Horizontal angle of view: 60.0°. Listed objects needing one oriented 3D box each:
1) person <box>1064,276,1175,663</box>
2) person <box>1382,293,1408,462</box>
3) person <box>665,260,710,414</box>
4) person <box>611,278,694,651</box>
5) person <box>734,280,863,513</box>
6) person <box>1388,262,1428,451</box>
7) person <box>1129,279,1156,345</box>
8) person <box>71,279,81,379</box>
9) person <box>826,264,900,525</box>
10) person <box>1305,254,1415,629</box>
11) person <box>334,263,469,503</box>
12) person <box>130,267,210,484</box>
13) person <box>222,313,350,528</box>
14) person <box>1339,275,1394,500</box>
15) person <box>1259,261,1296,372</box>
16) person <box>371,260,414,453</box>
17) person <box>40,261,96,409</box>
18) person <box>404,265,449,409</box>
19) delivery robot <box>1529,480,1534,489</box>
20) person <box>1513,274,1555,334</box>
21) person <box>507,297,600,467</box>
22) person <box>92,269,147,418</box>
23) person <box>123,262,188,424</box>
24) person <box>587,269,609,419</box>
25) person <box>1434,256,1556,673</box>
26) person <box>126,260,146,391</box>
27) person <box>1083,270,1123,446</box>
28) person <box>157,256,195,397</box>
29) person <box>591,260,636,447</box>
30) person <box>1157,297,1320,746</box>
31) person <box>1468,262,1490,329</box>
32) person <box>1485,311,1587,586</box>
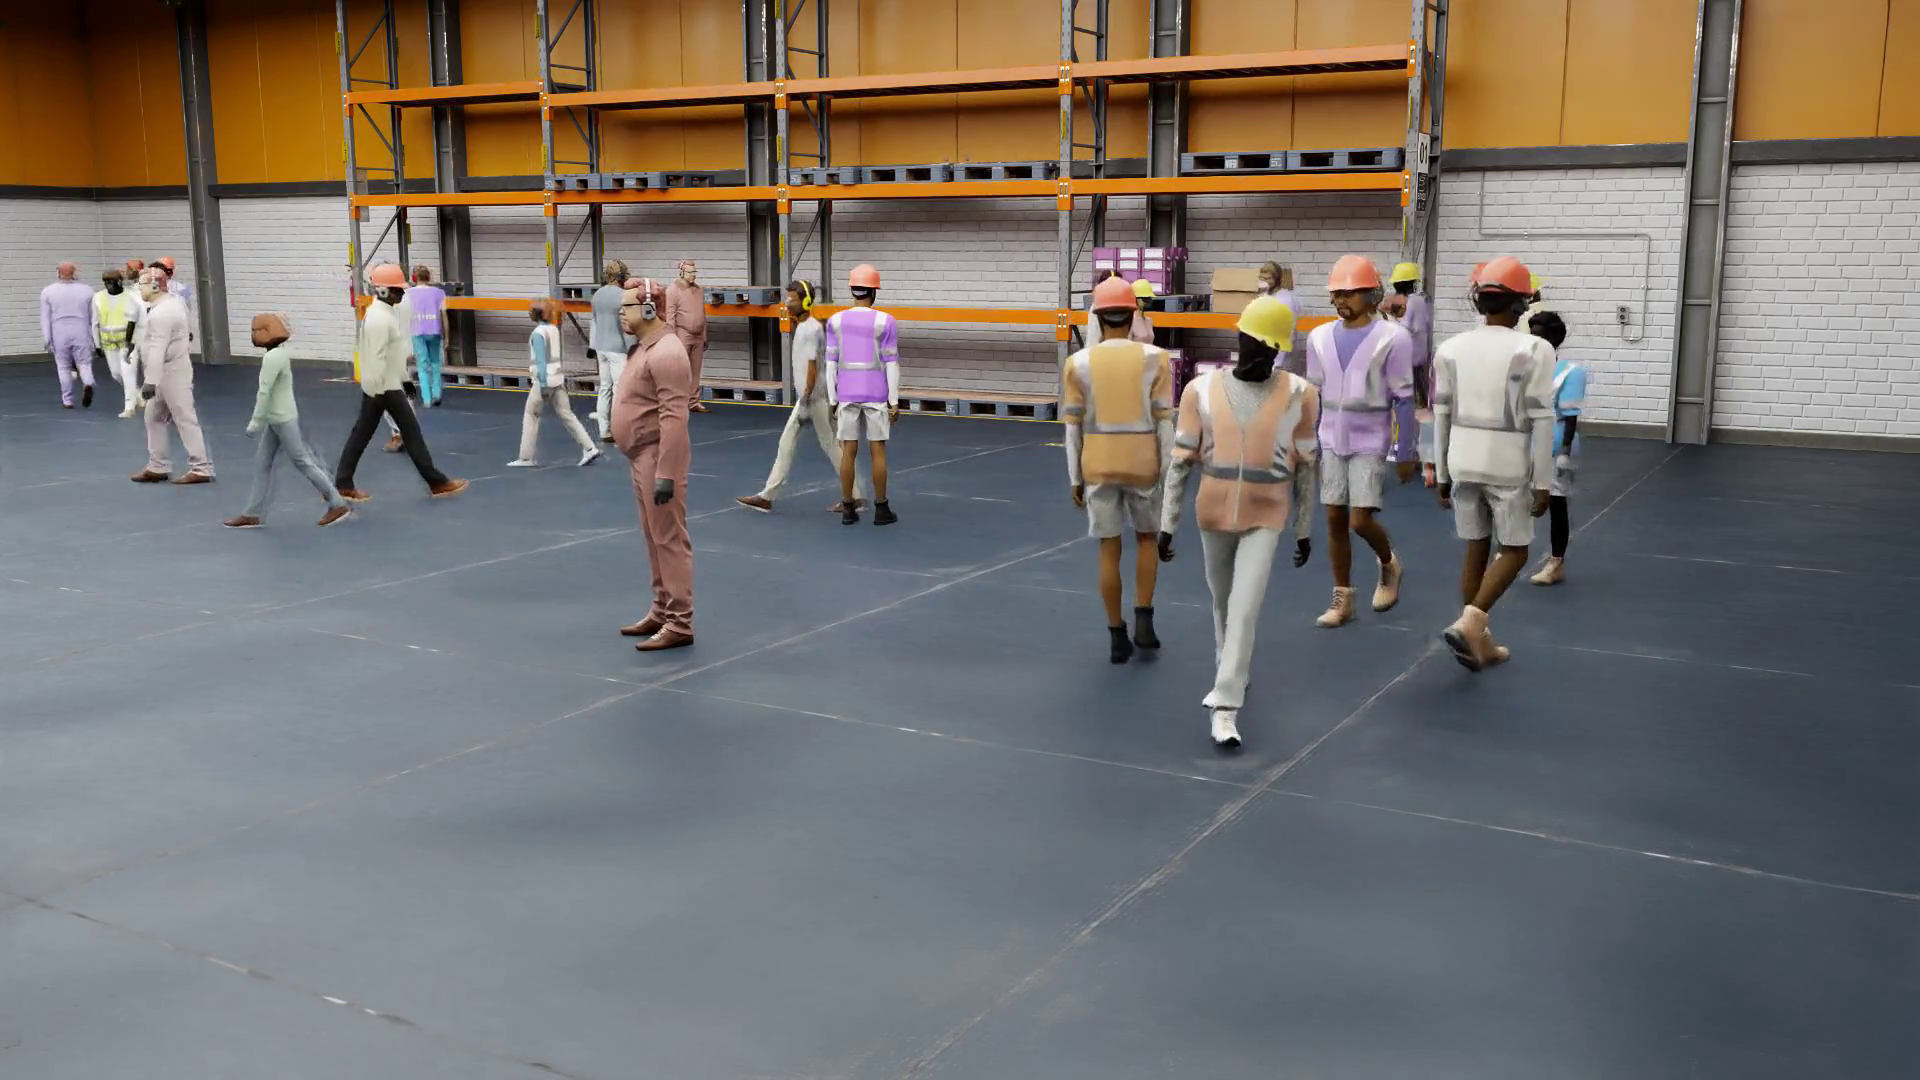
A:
[{"bbox_3d":[0.800,-0.347,8.313,0.565,1.917,0.456,2,10,9],"label":"person"},{"bbox_3d":[4.109,-1.551,15.935,0.406,1.623,0.526,0,10,-1],"label":"person"},{"bbox_3d":[-3.349,-2.496,20.535,0.403,1.900,0.644,7,12,33],"label":"person"},{"bbox_3d":[-1.591,-0.389,8.577,0.399,1.908,0.643,-4,11,-20],"label":"person"},{"bbox_3d":[-1.212,-1.084,12.795,1.010,1.807,0.516,-3,10,-17],"label":"person"},{"bbox_3d":[4.486,-1.802,16.551,0.496,1.911,0.644,5,11,28],"label":"person"},{"bbox_3d":[1.624,-1.488,15.194,0.320,1.769,0.523,7,12,34],"label":"person"},{"bbox_3d":[-13.868,-3.364,26.010,0.318,1.700,0.535,4,11,20],"label":"person"},{"bbox_3d":[-0.711,-1.075,12.375,0.552,1.935,0.374,2,10,11],"label":"person"},{"bbox_3d":[2.153,-0.522,8.993,0.616,2.025,0.571,10,14,44],"label":"person"},{"bbox_3d":[-4.613,-1.256,13.434,1.084,1.930,0.614,-5,11,-27],"label":"person"},{"bbox_3d":[-6.943,-1.403,14.390,0.780,1.877,0.668,-4,11,-24],"label":"person"},{"bbox_3d":[-4.973,-0.875,12.237,0.876,1.589,0.504,-4,11,-20],"label":"person"},{"bbox_3d":[3.287,-1.231,13.517,0.506,1.845,0.344,-3,11,-19],"label":"person"},{"bbox_3d":[3.041,-1.784,16.448,0.578,1.915,0.661,-3,10,-15],"label":"person"},{"bbox_3d":[-5.682,-1.813,16.578,0.445,1.924,0.657,1,10,6],"label":"person"},{"bbox_3d":[-11.238,-2.575,21.055,0.662,1.886,0.687,-7,12,-33],"label":"person"},{"bbox_3d":[-6.872,-2.597,21.314,0.576,1.823,0.626,-7,12,-33],"label":"person"},{"bbox_3d":[4.608,-0.636,13.538,0.477,0.478,0.707,3,10,15],"label":"delivery robot"},{"bbox_3d":[5.419,-1.612,15.784,0.632,1.809,0.432,-8,13,-39],"label":"person"},{"bbox_3d":[-3.809,-1.471,15.556,0.835,1.605,0.504,2,10,9],"label":"person"},{"bbox_3d":[-10.197,-2.405,20.300,0.656,1.808,0.774,0,10,0],"label":"person"},{"bbox_3d":[-9.170,-2.216,18.984,0.668,1.886,1.049,-2,10,-11],"label":"person"},{"bbox_3d":[-4.079,-2.302,19.697,0.862,1.811,0.627,4,11,21],"label":"person"},{"bbox_3d":[2.518,-0.336,7.969,0.619,2.027,0.610,-10,14,-44],"label":"person"},{"bbox_3d":[-11.363,-2.948,23.137,0.352,1.881,0.576,-7,12,-35],"label":"person"},{"bbox_3d":[1.372,-1.717,16.295,0.474,1.838,0.555,-2,10,-9],"label":"person"},{"bbox_3d":[-10.716,-2.878,22.584,0.544,1.939,0.355,-5,11,-25],"label":"person"},{"bbox_3d":[-3.561,-1.919,17.210,0.626,1.934,0.373,8,13,40],"label":"person"},{"bbox_3d":[1.188,-0.102,7.102,0.643,1.853,1.007,3,11,19],"label":"person"},{"bbox_3d":[5.333,-1.842,16.824,0.456,1.916,0.556,0,10,2],"label":"person"},{"bbox_3d":[3.426,-0.529,10.004,0.706,1.667,0.547,-6,12,-32],"label":"person"}]
